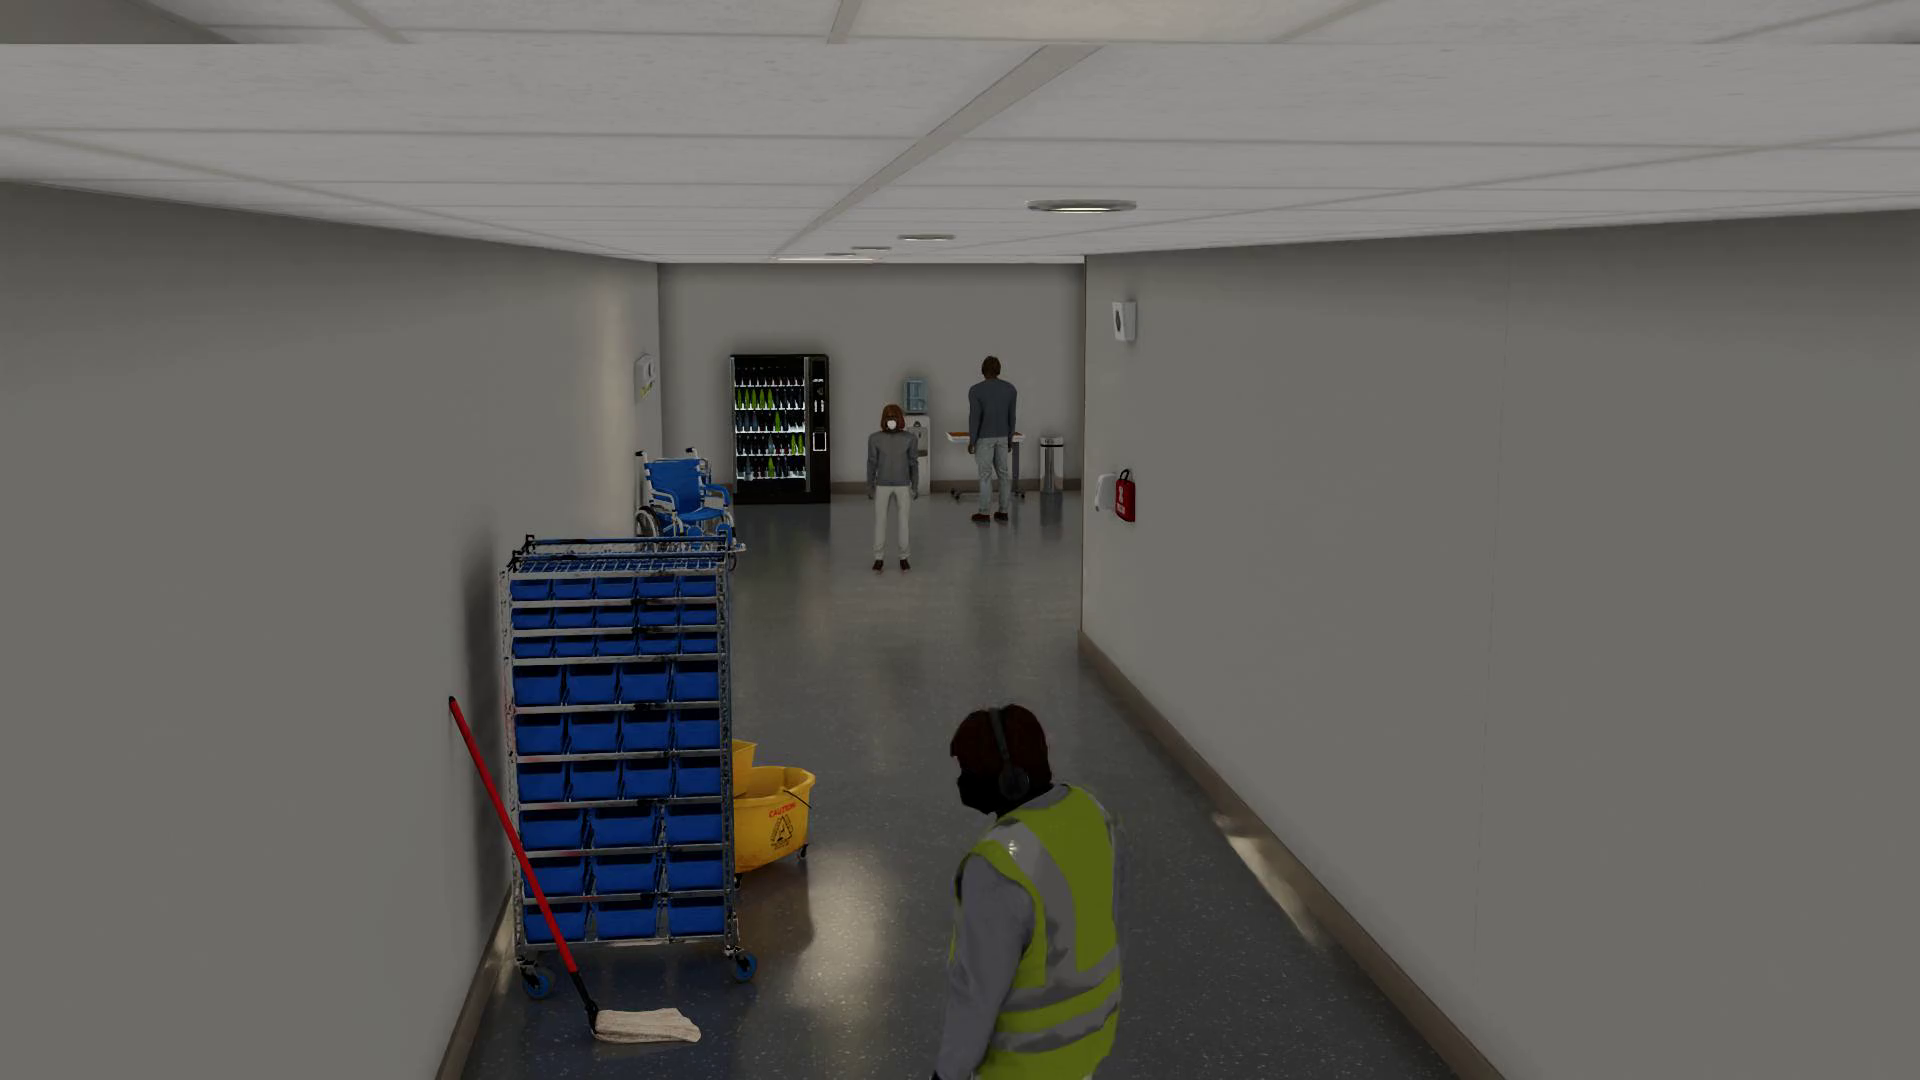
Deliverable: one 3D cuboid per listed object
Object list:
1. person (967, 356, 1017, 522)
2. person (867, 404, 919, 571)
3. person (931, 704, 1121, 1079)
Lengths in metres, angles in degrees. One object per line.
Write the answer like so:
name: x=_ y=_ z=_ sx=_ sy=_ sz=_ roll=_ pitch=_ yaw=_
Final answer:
person: x=0.364 y=-1.172 z=19.358 sx=0.630 sy=1.940 sz=0.372 roll=-5 pitch=11 yaw=-30
person: x=-0.652 y=-0.511 z=16.179 sx=0.507 sy=1.632 sz=0.267 roll=0 pitch=9 yaw=-3
person: x=0.189 y=1.310 z=4.292 sx=0.432 sy=1.813 sz=0.866 roll=4 pitch=10 yaw=25
